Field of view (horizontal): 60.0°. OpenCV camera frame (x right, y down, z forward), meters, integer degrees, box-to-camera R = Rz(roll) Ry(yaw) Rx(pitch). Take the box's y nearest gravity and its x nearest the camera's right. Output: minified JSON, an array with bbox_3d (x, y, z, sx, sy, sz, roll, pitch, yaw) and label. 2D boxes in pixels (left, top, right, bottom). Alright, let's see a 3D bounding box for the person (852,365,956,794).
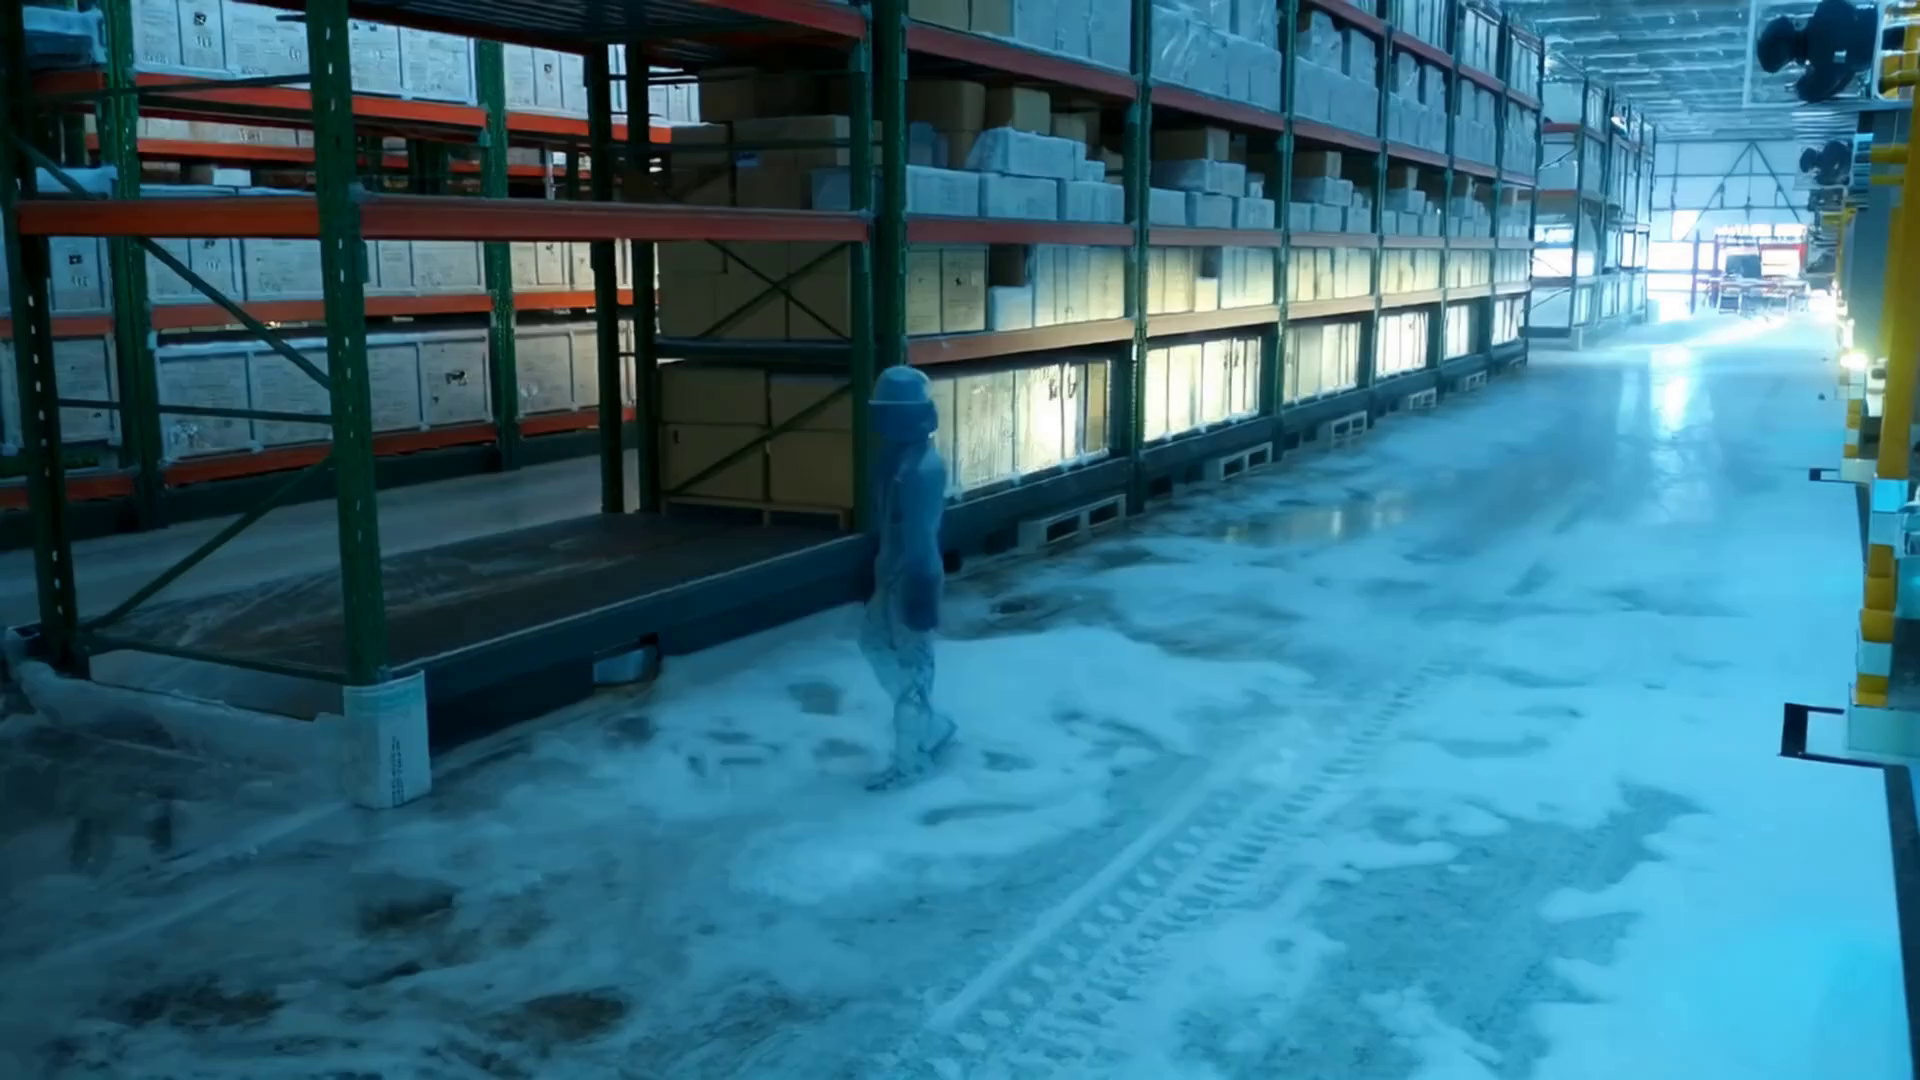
[{"bbox_3d":[-0.225,0.163,6.698,0.378,1.731,0.503,-5,11,-27],"label":"person"}]
